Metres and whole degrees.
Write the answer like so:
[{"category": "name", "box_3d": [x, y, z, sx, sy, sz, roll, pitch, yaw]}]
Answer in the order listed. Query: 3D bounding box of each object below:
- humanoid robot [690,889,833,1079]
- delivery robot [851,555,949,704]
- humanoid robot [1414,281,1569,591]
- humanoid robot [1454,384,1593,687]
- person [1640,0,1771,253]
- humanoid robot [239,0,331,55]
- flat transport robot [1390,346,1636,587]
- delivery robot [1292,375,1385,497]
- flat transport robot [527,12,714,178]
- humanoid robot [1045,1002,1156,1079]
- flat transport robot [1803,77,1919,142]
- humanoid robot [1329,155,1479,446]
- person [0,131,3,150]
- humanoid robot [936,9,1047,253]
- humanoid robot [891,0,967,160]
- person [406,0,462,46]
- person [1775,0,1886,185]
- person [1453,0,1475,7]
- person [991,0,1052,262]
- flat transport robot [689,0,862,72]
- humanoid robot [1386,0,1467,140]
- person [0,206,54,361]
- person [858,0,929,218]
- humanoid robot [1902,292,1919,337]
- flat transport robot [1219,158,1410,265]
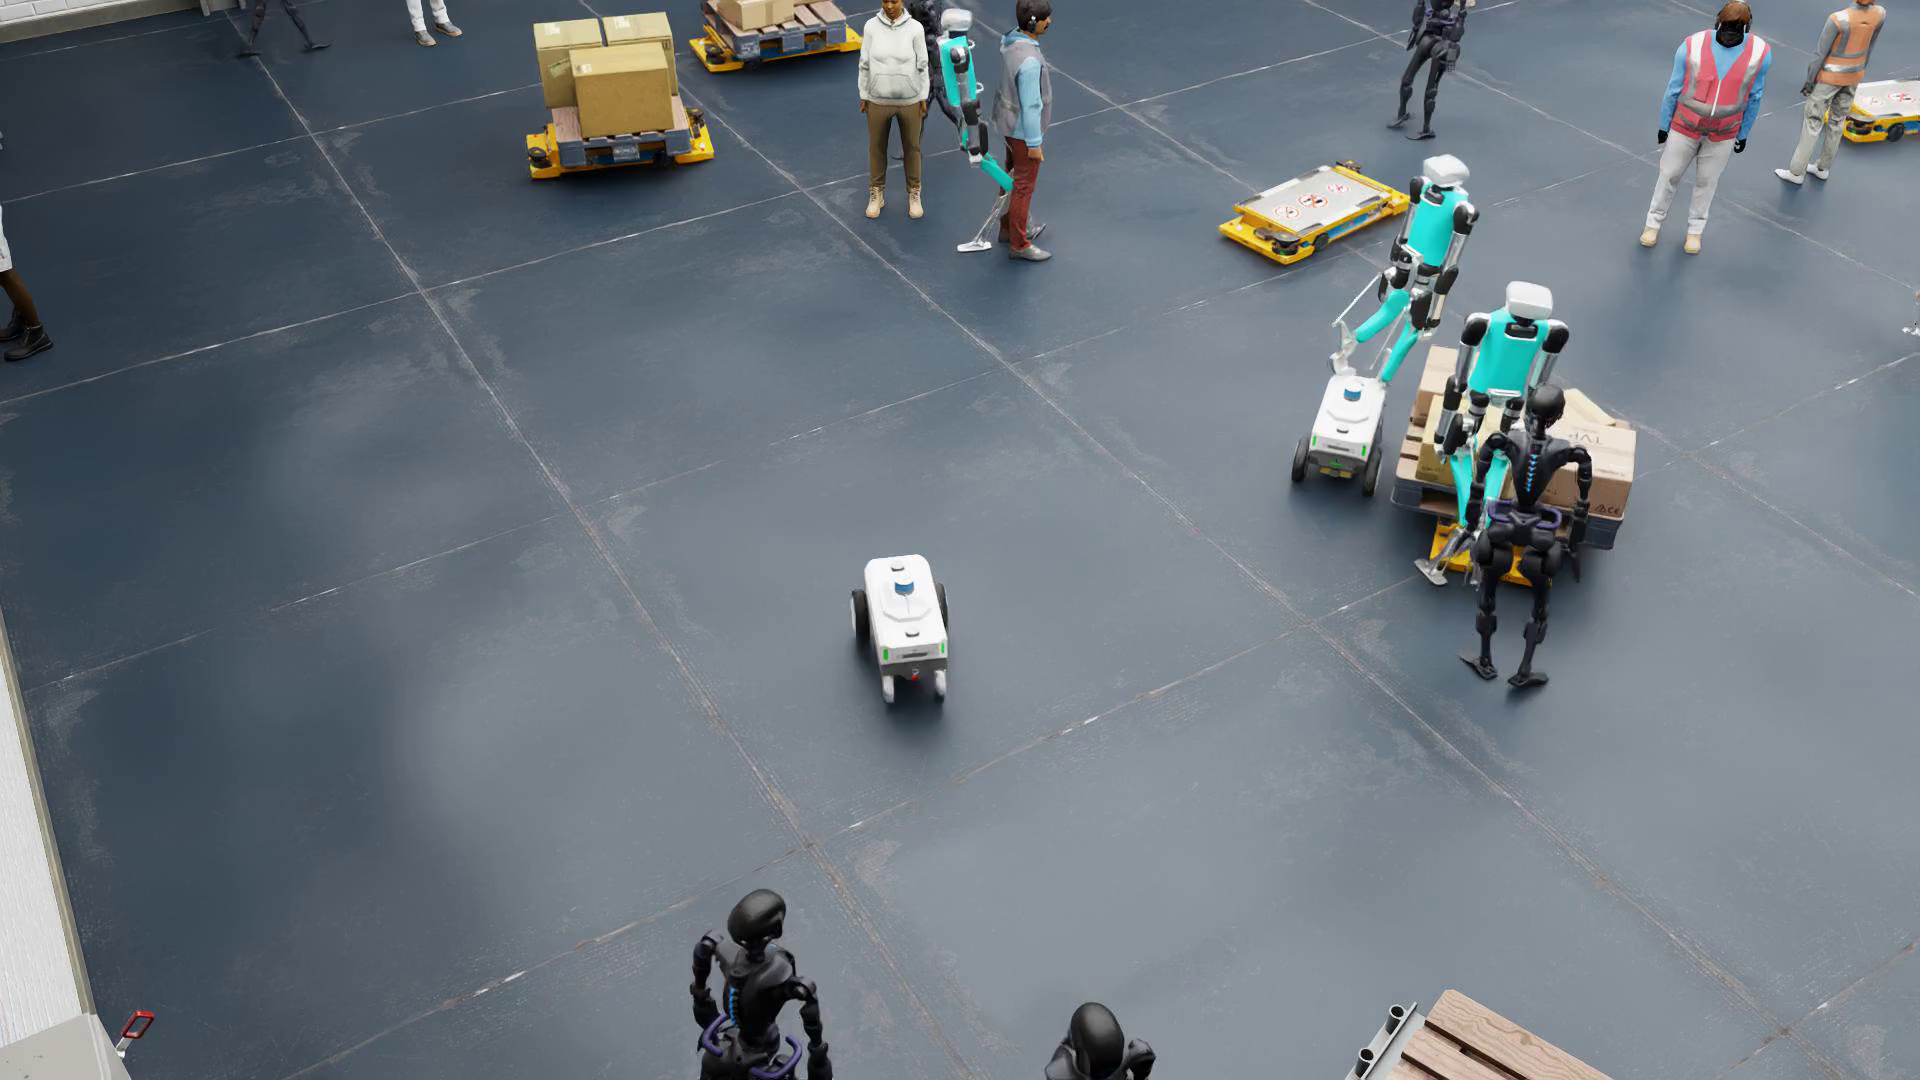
[{"category": "humanoid robot", "box_3d": [-0.700, 1.825, 5.864, 0.598, 1.644, 0.649, 19, 42, 22]}, {"category": "delivery robot", "box_3d": [-0.280, 0.421, 8.523, 0.499, 0.586, 0.765, -6, 39, -8]}, {"category": "humanoid robot", "box_3d": [2.786, -0.419, 8.656, 0.586, 1.794, 0.708, 1, 38, 1]}, {"category": "humanoid robot", "box_3d": [2.766, 0.002, 8.161, 0.613, 1.644, 0.384, 15, 41, 18]}, {"category": "person", "box_3d": [5.231, -2.894, 11.691, 0.629, 1.836, 0.431, 12, 40, 15]}, {"category": "humanoid robot", "box_3d": [-6.124, -5.052, 14.579, 0.777, 1.637, 0.588, -21, 43, -24]}, {"category": "flat transport robot", "box_3d": [3.147, -0.264, 9.625, 0.659, 0.231, 1.431, 13, 40, 15]}, {"category": "delivery robot", "box_3d": [2.297, -0.666, 9.888, 0.499, 0.577, 0.769, 13, 40, 15]}, {"category": "flat transport robot", "box_3d": [-2.727, -3.185, 13.311, 1.431, 0.231, 0.659, -9, 39, -11]}, {"category": "humanoid robot", "box_3d": [0.332, 2.019, 5.615, 0.609, 1.628, 0.495, -18, 42, -21]}, {"category": "flat transport robot", "box_3d": [7.848, -3.581, 13.810, 1.431, 0.231, 0.659, -9, 39, -11]}, {"category": "humanoid robot", "box_3d": [2.518, -1.335, 9.875, 0.827, 1.862, 0.542, -15, 41, -18]}, {"category": "person", "box_3d": [-7.909, -3.926, 12.975, 0.390, 1.846, 0.566, -14, 40, -16]}, {"category": "humanoid robot", "box_3d": [0.295, -2.839, 11.743, 0.914, 1.831, 0.576, -4, 39, -5]}, {"category": "humanoid robot", "box_3d": [-0.178, -3.735, 12.925, 0.783, 1.611, 0.617, -10, 40, -13]}, {"category": "person", "box_3d": [-4.823, -5.379, 14.781, 0.355, 1.882, 0.573, 27, 46, 30]}, {"category": "person", "box_3d": [6.627, -3.490, 12.599, 0.506, 1.629, 0.314, -10, 39, -12]}, {"category": "person", "box_3d": [4.852, -5.976, 15.532, 0.337, 1.882, 0.583, 16, 41, 20]}, {"category": "person", "box_3d": [0.434, -2.867, 11.614, 0.409, 1.877, 0.545, -8, 39, -10]}, {"category": "flat transport robot", "box_3d": [-1.662, -4.517, 14.991, 1.431, 0.231, 0.659, -15, 41, -18]}, {"category": "humanoid robot", "box_3d": [3.770, -3.986, 13.189, 0.358, 1.649, 0.612, -15, 41, -18]}, {"category": "person", "box_3d": [-6.268, -2.042, 10.528, 0.371, 1.933, 0.551, -25, 45, -28]}, {"category": "person", "box_3d": [-0.479, -3.210, 12.137, 0.516, 1.767, 0.374, 2, 38, 2]}, {"category": "humanoid robot", "box_3d": [6.406, -1.934, 10.576, 0.530, 1.803, 0.805, -31, 48, -33]}, {"category": "flat transport robot", "box_3d": [2.661, -2.456, 12.391, 1.431, 0.231, 0.659, -28, 46, -30]}]
